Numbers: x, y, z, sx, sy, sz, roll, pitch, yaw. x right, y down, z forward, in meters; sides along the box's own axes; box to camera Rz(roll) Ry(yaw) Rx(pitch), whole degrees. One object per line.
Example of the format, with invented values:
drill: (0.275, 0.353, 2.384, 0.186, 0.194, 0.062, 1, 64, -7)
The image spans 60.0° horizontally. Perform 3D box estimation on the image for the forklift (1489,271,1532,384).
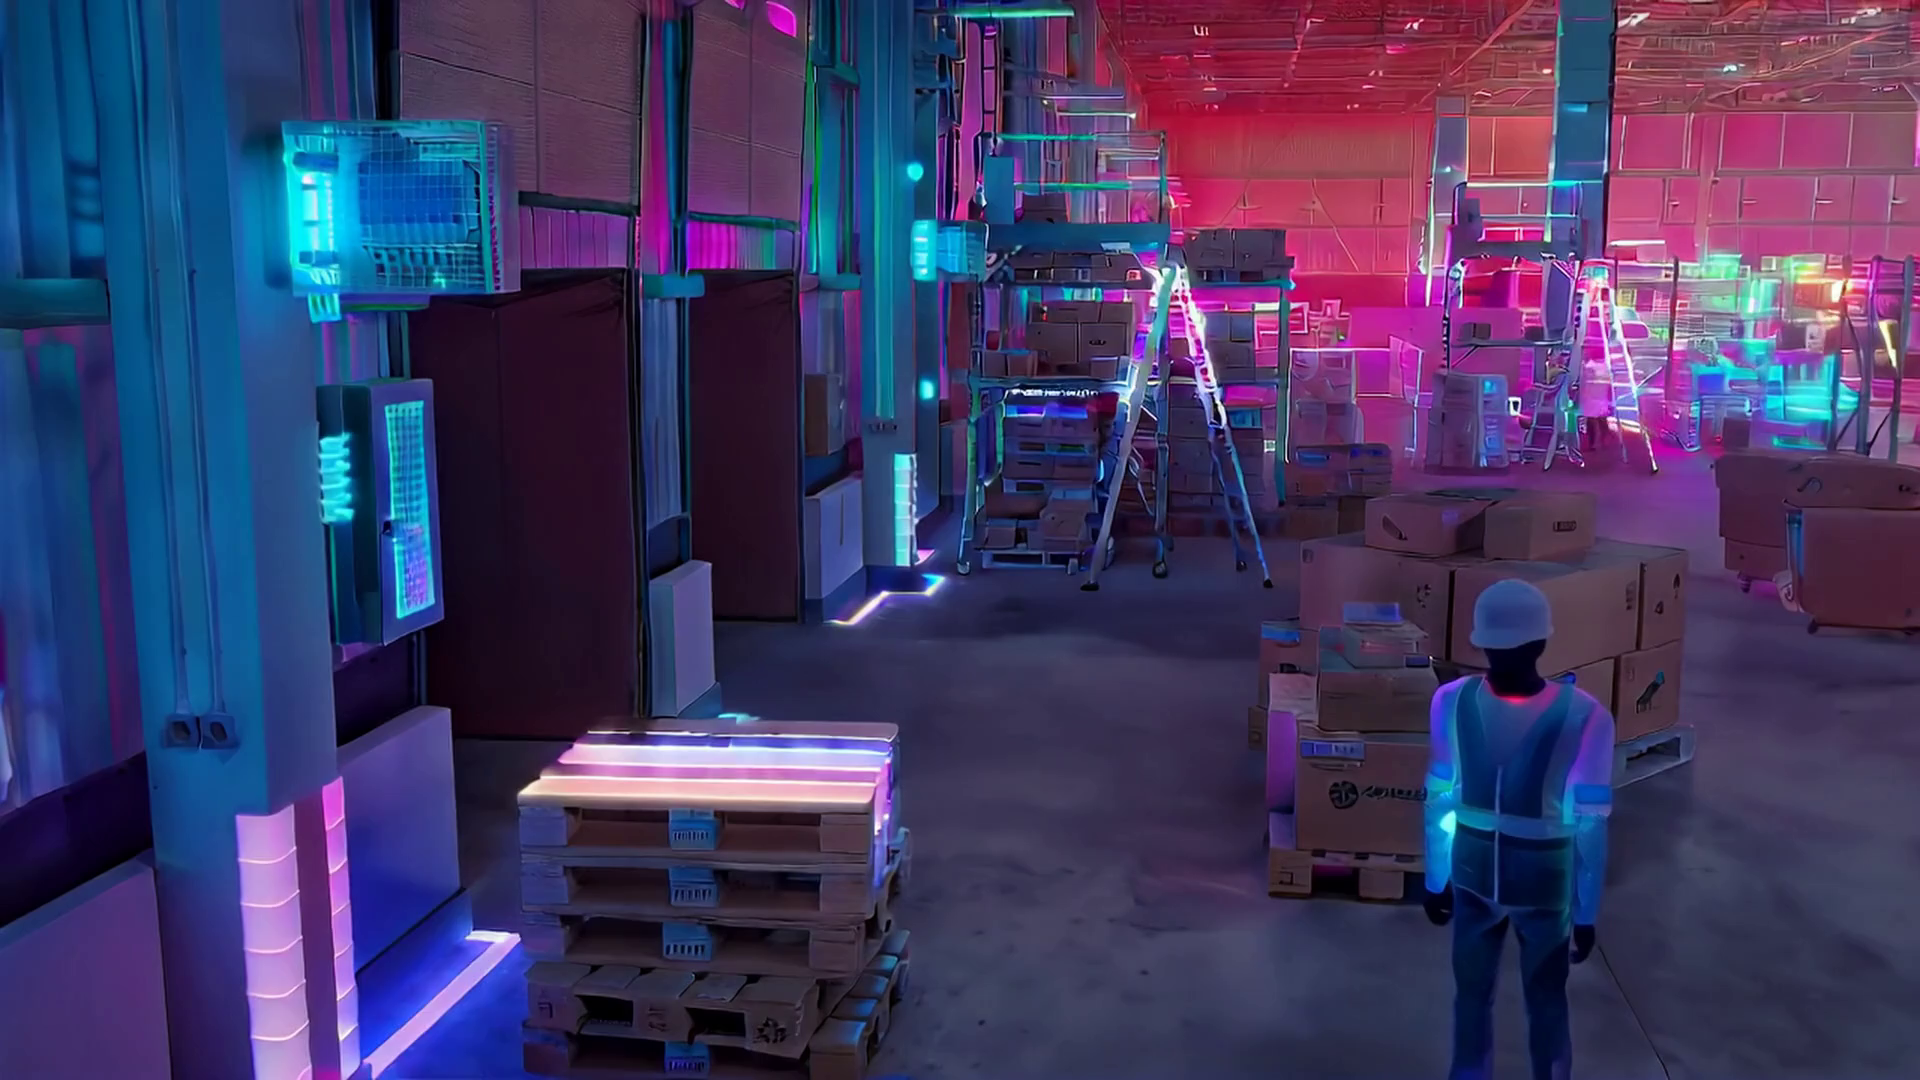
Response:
forklift: (13.426, -5.323, 41.594, 1.873, 2.768, 1.129, 1, 9, 9)

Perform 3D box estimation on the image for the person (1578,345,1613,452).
person: (9.956, -2.221, 26.090, 0.552, 1.687, 0.350, -3, 10, -21)

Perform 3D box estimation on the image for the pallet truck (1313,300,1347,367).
pallet truck: (11.159, -6.200, 49.718, 0.823, 1.965, 1.885, 4, 10, 26)

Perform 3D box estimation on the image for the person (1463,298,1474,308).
person: (17.697, -7.507, 58.139, 0.646, 1.897, 0.947, 9, 13, 43)

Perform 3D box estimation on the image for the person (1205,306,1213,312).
person: (6.484, -5.215, 43.945, 0.558, 1.909, 0.740, -6, 11, -31)

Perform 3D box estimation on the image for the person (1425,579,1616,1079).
person: (1.705, 1.063, 5.176, 0.585, 1.919, 0.397, 8, 12, 39)

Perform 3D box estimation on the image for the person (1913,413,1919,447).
person: (15.650, -2.354, 26.809, 0.320, 1.738, 0.486, 9, 13, 43)

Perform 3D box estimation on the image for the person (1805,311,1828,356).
person: (20.221, -4.476, 39.395, 0.546, 1.910, 0.832, -1, 9, -8)
